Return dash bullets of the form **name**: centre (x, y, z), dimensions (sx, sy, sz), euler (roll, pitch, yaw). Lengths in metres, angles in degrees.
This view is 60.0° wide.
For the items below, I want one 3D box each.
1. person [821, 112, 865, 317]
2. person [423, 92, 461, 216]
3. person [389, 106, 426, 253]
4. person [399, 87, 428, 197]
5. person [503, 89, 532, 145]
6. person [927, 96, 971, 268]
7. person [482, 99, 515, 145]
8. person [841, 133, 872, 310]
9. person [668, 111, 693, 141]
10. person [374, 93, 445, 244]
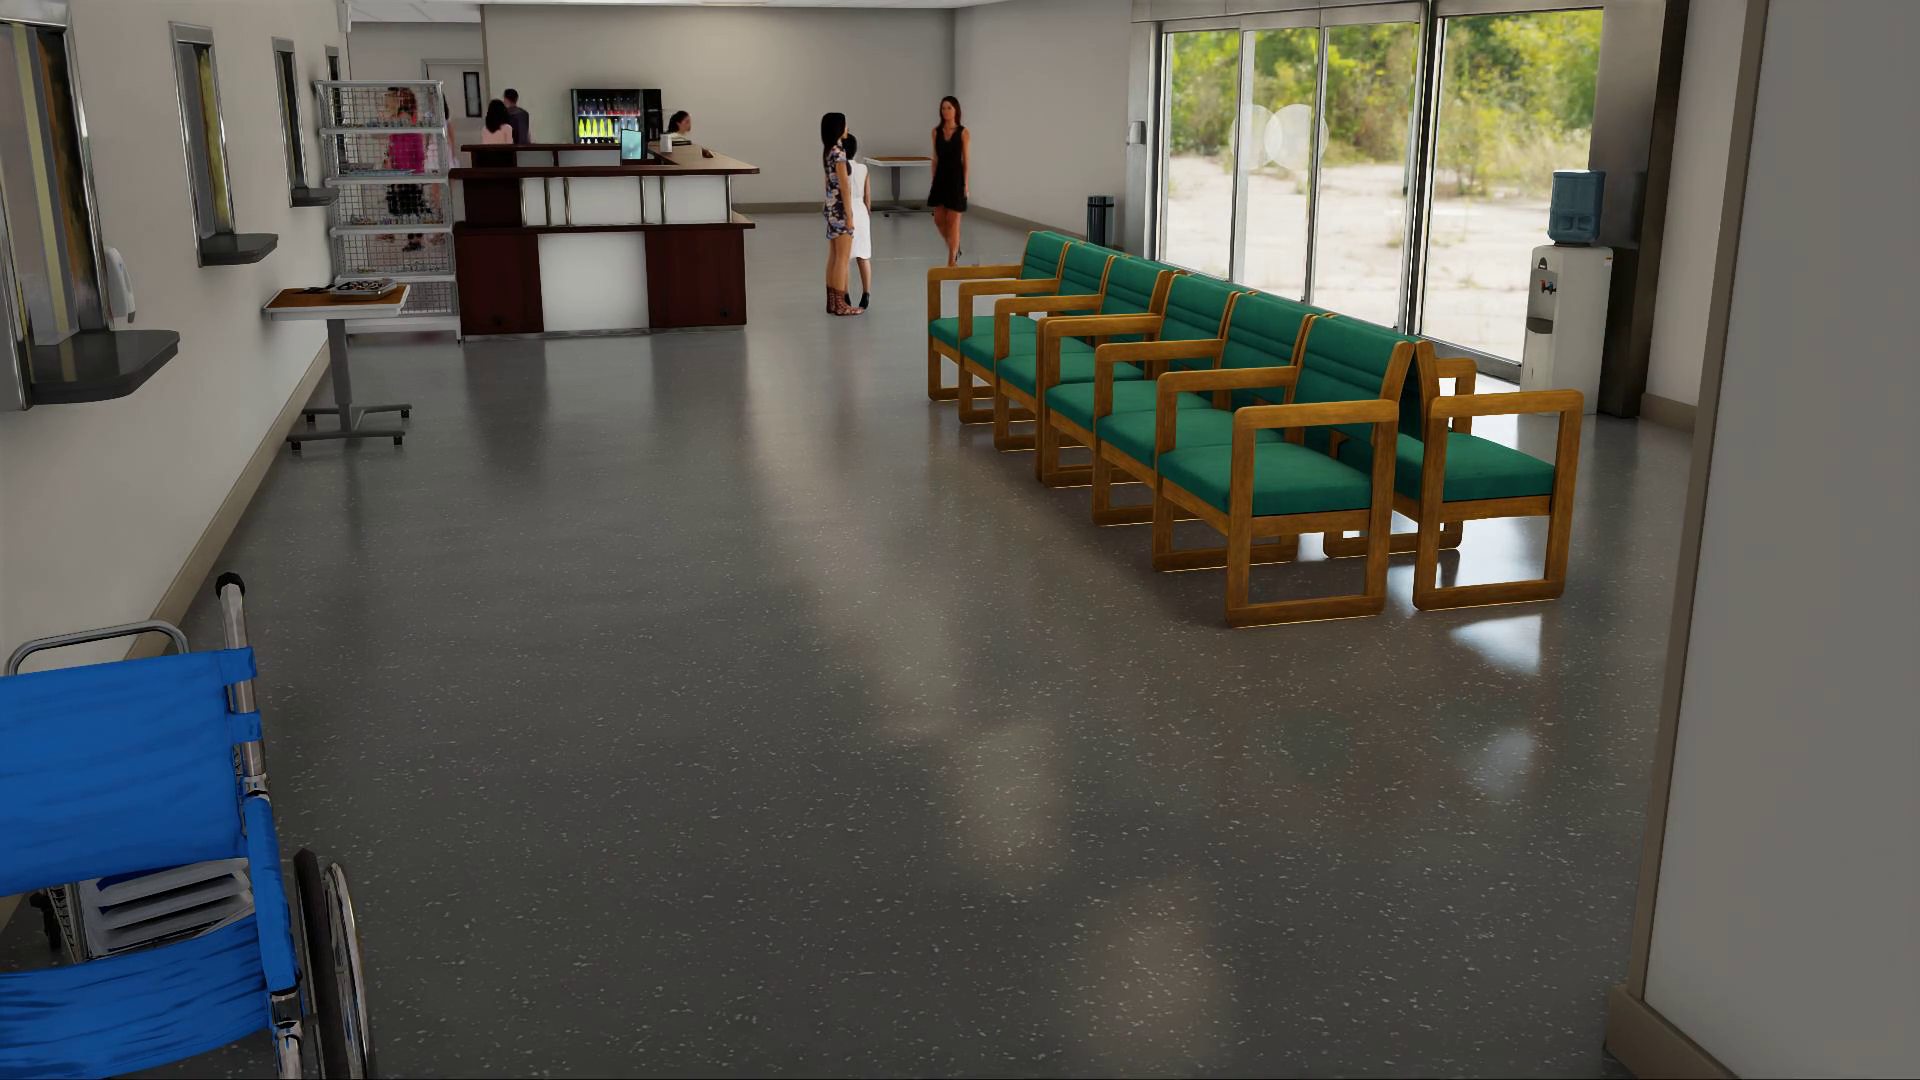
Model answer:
- **person**: centre (-1.064, -2.848, 14.544), dimensions (0.549, 1.733, 0.608), euler (-6, 17, -20)
- **person**: centre (-7.454, -5.523, 23.958), dimensions (1.014, 1.775, 0.739), euler (-4, 16, -14)
- **person**: centre (-6.364, -4.182, 19.376), dimensions (0.755, 1.679, 0.810), euler (8, 17, 25)
- **person**: centre (-8.917, -6.372, 26.964), dimensions (1.152, 1.778, 0.960), euler (2, 16, 6)
- **person**: centre (-6.143, -5.364, 23.285), dimensions (0.846, 1.835, 0.827), euler (5, 17, 18)
- **person**: centre (-0.053, -3.573, 16.946), dimensions (0.798, 1.826, 0.831), euler (5, 17, 18)
- **person**: centre (-5.454, -4.277, 19.600), dimensions (0.991, 1.742, 1.058), euler (10, 19, 32)
- **person**: centre (-0.979, -2.835, 14.834), dimensions (0.538, 1.552, 0.672), euler (-9, 18, -29)
- **person**: centre (-3.418, -4.312, 19.950), dimensions (0.805, 1.619, 0.810), euler (-1, 16, -4)
- **person**: centre (-6.713, -4.491, 20.266), dimensions (1.126, 1.791, 0.631), euler (-3, 16, -11)
